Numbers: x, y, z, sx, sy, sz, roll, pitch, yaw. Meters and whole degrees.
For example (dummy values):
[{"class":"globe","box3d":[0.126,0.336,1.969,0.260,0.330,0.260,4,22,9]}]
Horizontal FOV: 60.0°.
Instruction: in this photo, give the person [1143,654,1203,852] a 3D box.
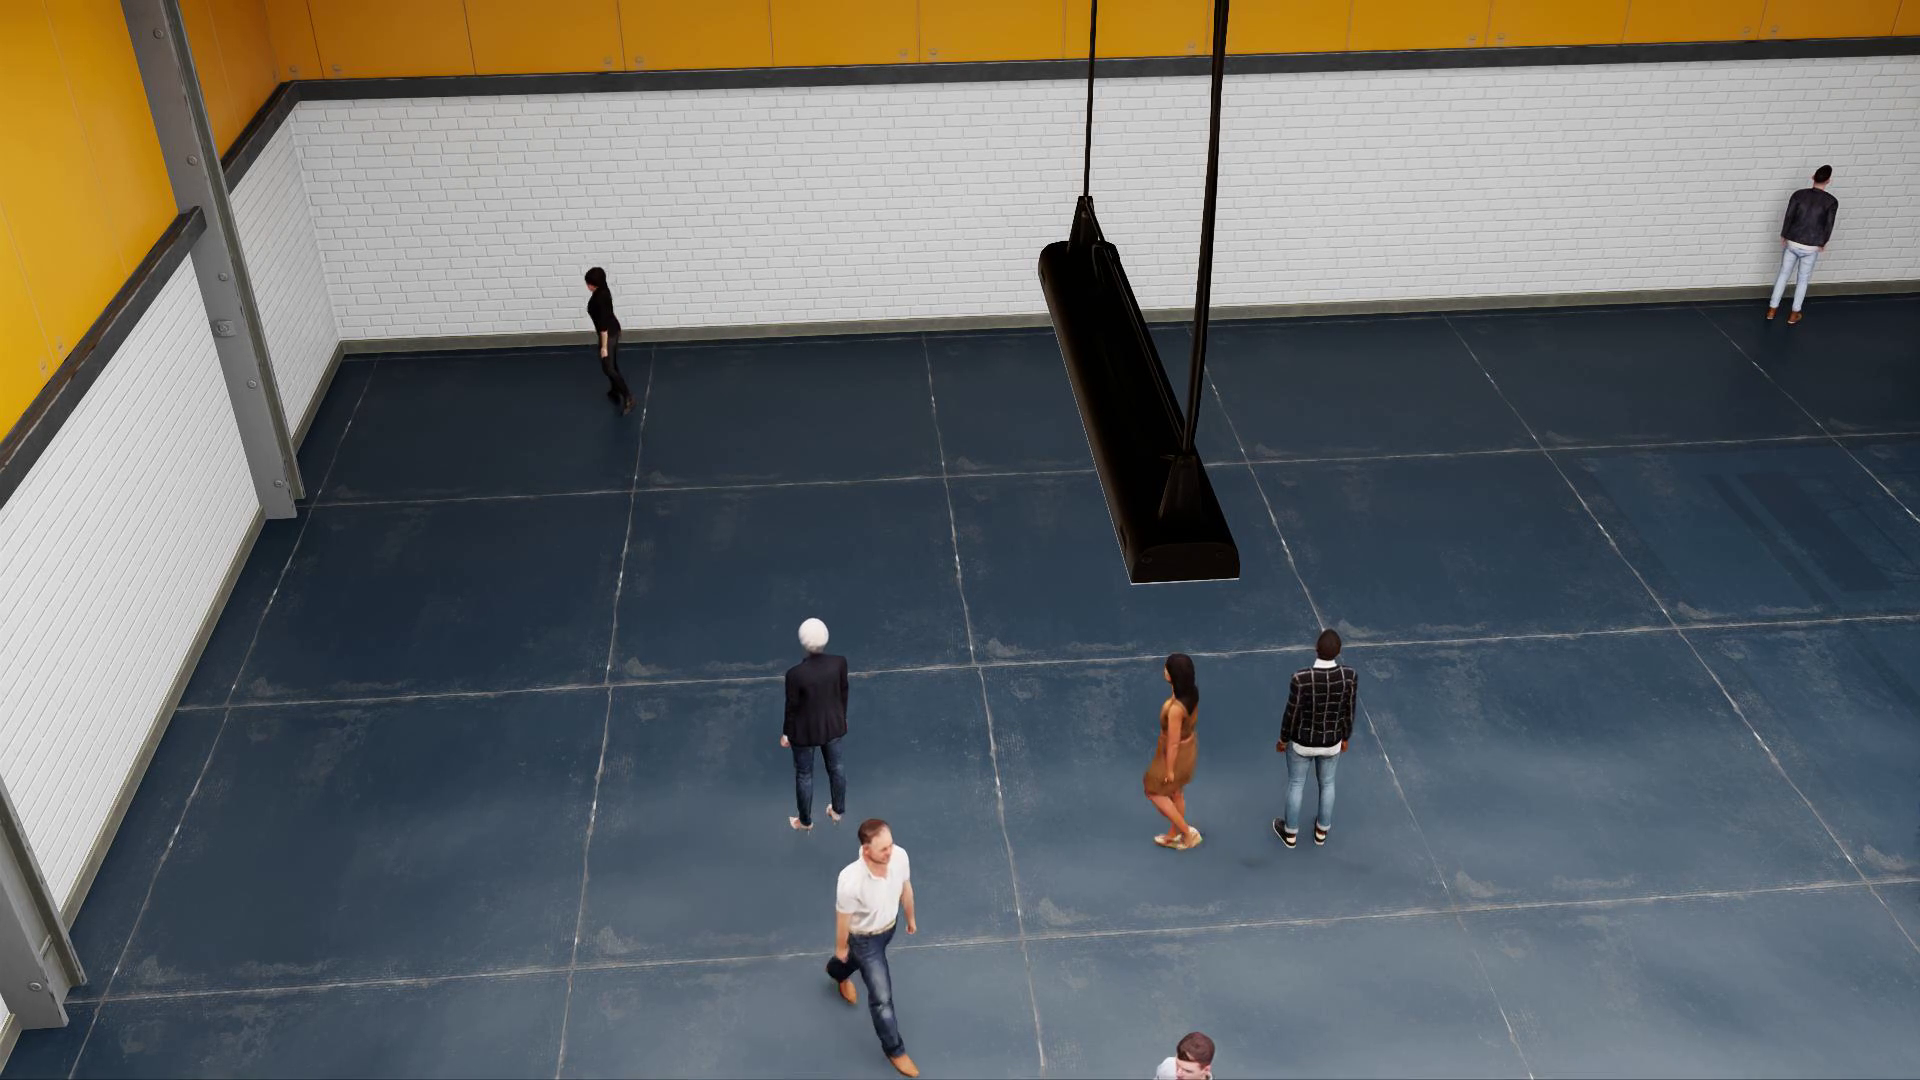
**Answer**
[{"class":"person","box3d":[1.570,1.507,11.469,0.764,1.674,0.724,10,35,15]}]

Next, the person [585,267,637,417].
[{"class":"person","box3d":[-3.571,-2.080,16.922,0.809,1.612,0.585,6,34,9]}]

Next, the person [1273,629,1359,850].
[{"class":"person","box3d":[2.466,1.381,11.526,0.657,1.820,0.538,-2,34,-3]}]

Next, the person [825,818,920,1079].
[{"class":"person","box3d":[-0.600,2.321,10.119,1.149,1.812,1.318,-27,42,-34]}]

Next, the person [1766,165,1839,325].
[{"class":"person","box3d":[9.410,-3.302,18.558,0.736,1.836,0.770,21,39,28]}]

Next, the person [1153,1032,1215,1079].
[{"class":"person","box3d":[1.171,3.236,8.712,0.716,1.848,0.788,27,42,34]}]

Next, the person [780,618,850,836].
[{"class":"person","box3d":[-1.018,1.274,11.275,0.817,1.782,0.718,-15,36,-21]}]
